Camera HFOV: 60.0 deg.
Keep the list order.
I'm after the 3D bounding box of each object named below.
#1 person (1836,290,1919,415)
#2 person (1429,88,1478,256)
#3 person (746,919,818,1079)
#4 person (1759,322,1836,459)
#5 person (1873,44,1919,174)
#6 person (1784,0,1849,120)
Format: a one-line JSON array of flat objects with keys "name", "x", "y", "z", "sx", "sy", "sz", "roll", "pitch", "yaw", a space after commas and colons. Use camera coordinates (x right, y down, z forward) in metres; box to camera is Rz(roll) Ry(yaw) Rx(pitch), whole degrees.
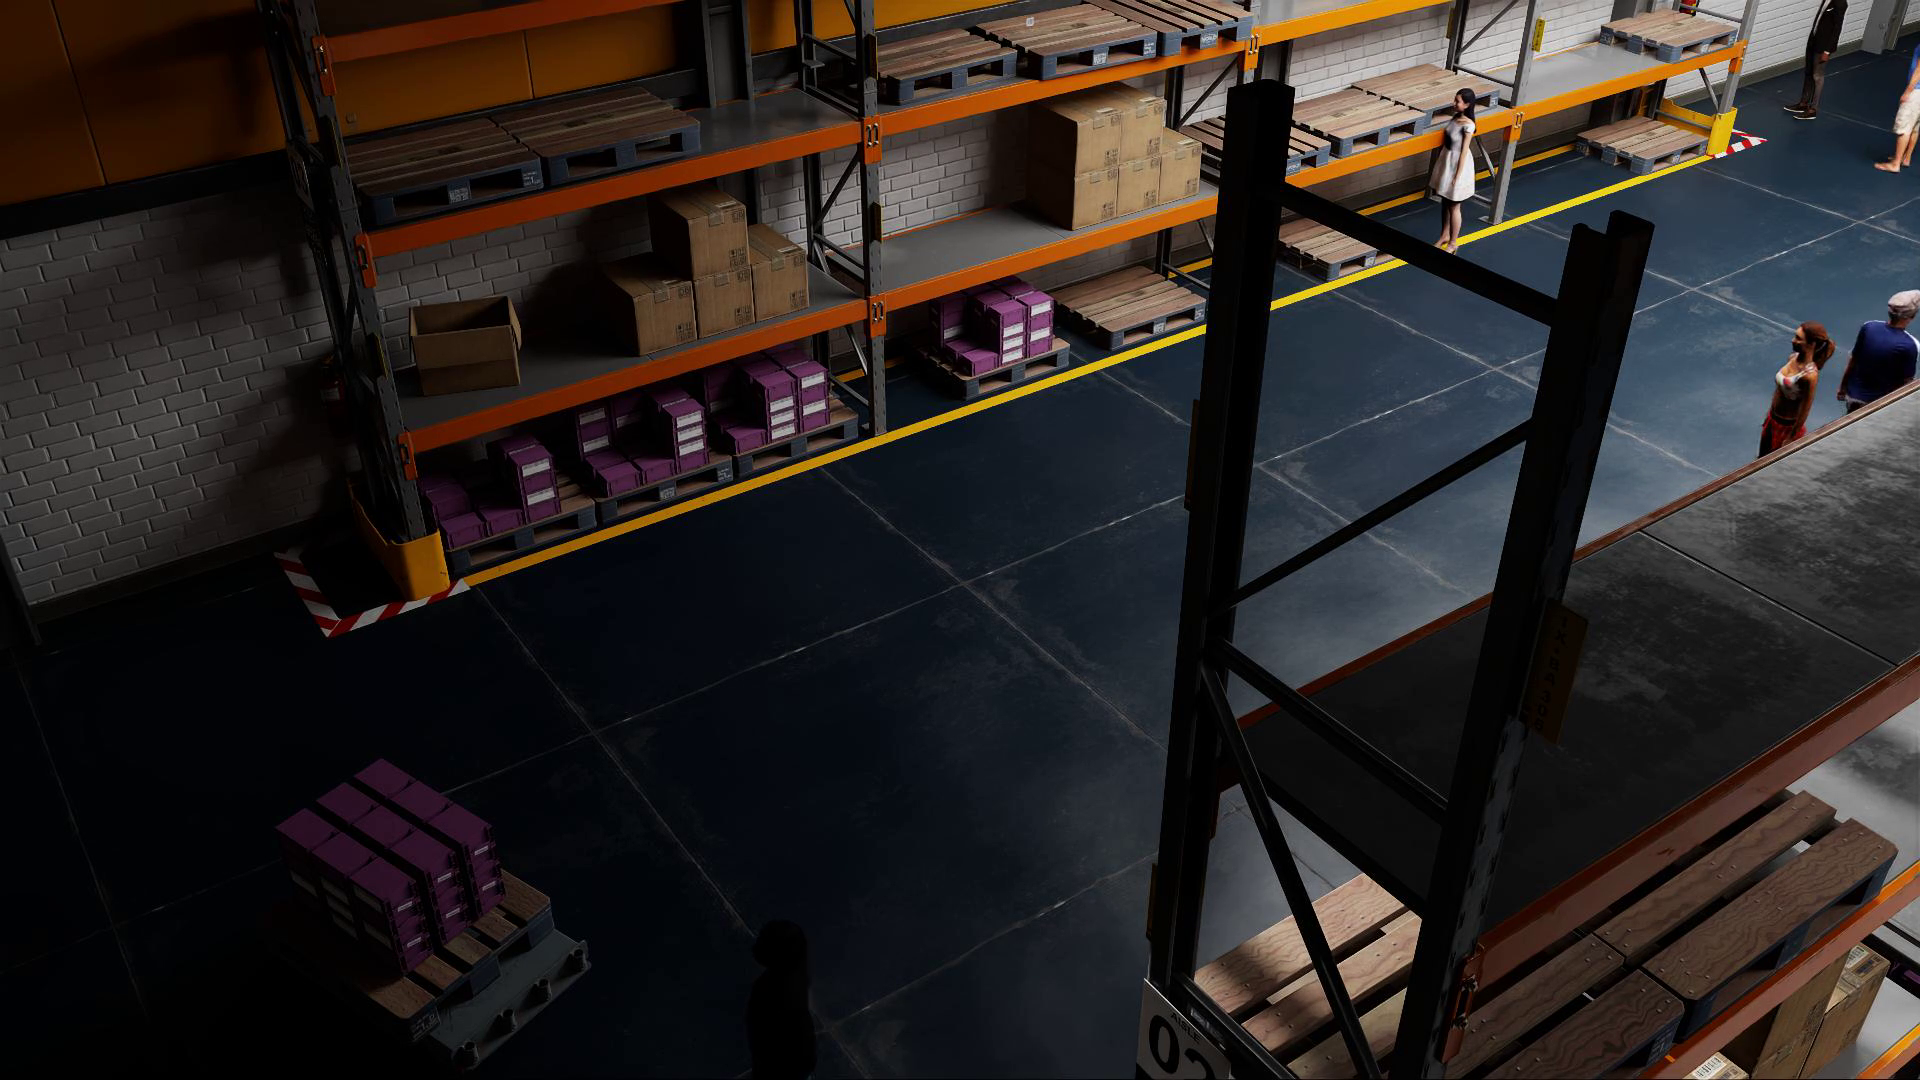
[{"name": "person", "x": 7.029, "y": -1.080, "z": 12.944, "sx": 0.706, "sy": 1.821, "sz": 0.669, "roll": -17, "pitch": 37, "yaw": -24}, {"name": "person", "x": 5.052, "y": -3.754, "z": 17.013, "sx": 0.793, "sy": 1.769, "sz": 0.773, "roll": -4, "pitch": 34, "yaw": -5}, {"name": "person", "x": -0.715, "y": 2.445, "z": 7.776, "sx": 1.163, "sy": 1.670, "sz": 0.982, "roll": -1, "pitch": 34, "yaw": -1}, {"name": "person", "x": 6.245, "y": -0.834, "z": 12.601, "sx": 0.707, "sy": 1.791, "sz": 0.664, "roll": 1, "pitch": 34, "yaw": 2}, {"name": "person", "x": 10.989, "y": -5.163, "z": 19.047, "sx": 0.500, "sy": 1.864, "sz": 0.717, "roll": -24, "pitch": 40, "yaw": -31}, {"name": "person", "x": 10.646, "y": -6.120, "z": 20.545, "sx": 0.755, "sy": 1.799, "sz": 0.740, "roll": 1, "pitch": 34, "yaw": 1}]
